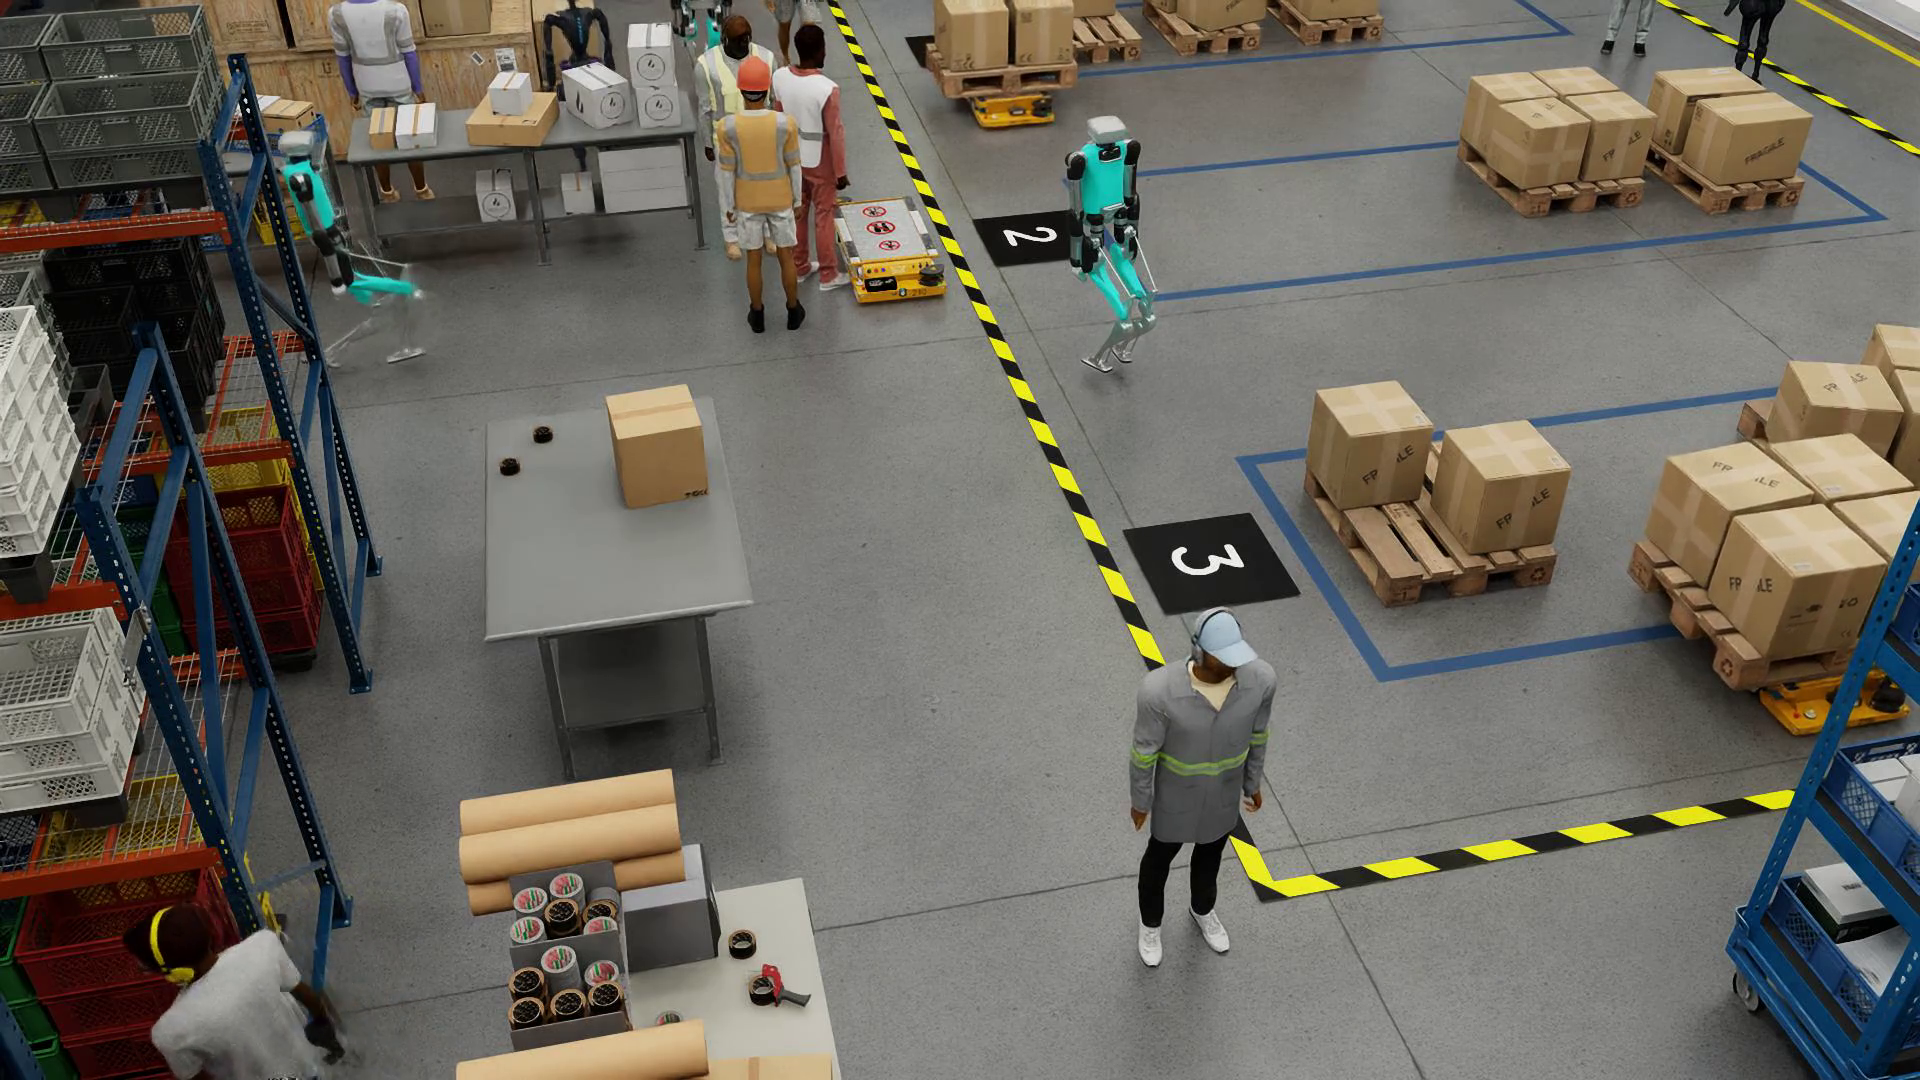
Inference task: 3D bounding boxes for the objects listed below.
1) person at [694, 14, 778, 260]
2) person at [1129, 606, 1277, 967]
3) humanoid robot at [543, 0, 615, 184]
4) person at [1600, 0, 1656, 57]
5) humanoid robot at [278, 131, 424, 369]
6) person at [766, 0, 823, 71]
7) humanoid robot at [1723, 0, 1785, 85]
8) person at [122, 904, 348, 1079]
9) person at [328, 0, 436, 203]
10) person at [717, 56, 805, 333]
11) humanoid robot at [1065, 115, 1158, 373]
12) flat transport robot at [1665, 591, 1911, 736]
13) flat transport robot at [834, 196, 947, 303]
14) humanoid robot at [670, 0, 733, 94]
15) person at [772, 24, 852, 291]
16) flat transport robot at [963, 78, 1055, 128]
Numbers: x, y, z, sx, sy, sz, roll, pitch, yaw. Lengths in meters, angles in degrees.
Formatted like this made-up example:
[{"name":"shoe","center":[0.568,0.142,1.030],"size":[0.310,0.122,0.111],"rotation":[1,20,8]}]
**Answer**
[{"name":"person","center":[-1.592,-2.955,12.216],"size":[0.622,1.837,0.429],"rotation":[-11,38,-14]},{"name":"person","center":[0.981,1.023,6.852],"size":[0.596,1.852,0.363],"rotation":[-8,37,-11]},{"name":"humanoid robot","center":[-3.022,-3.668,13.308],"size":[0.609,1.643,0.409],"rotation":[-19,40,-23]},{"name":"person","center":[6.449,-5.451,15.579],"size":[0.587,1.821,0.404],"rotation":[11,38,14]},{"name":"humanoid robot","center":[-3.909,-1.827,10.787],"size":[1.027,1.731,0.549],"rotation":[-12,38,-16]},{"name":"person","center":[-1.464,-4.933,14.752],"size":[0.612,1.990,1.067],"rotation":[-9,38,-11]},{"name":"humanoid robot","center":[7.205,-4.902,14.952],"size":[0.599,1.653,0.315],"rotation":[-13,39,-17]},{"name":"person","center":[-2.405,1.864,5.739],"size":[0.610,1.830,0.552],"rotation":[13,39,17]},{"name":"person","center":[-4.429,-3.506,12.795],"size":[0.600,2.035,0.403],"rotation":[-2,37,-2]},{"name":"person","center":[-1.331,-2.315,11.267],"size":[0.542,1.939,0.362],"rotation":[-3,37,-5]},{"name":"humanoid robot","center":[1.031,-1.826,10.665],"size":[0.533,1.677,0.735],"rotation":[-20,41,-24]},{"name":"flat transport robot","center":[4.349,0.462,8.909],"size":[0.652,0.197,1.431],"rotation":[-8,37,-10]},{"name":"flat transport robot","center":[-0.570,-2.220,12.538],"size":[0.659,0.231,1.431],"rotation":[-8,37,-10]},{"name":"humanoid robot","center":[-2.252,-4.535,14.449],"size":[0.553,1.747,1.047],"rotation":[-10,38,-13]},{"name":"person","center":[-1.056,-2.693,11.792],"size":[0.589,1.918,0.387],"rotation":[25,43,29]},{"name":"flat transport robot","center":[0.357,-4.114,15.060],"size":[0.652,0.197,1.431],"rotation":[-8,37,-10]}]
